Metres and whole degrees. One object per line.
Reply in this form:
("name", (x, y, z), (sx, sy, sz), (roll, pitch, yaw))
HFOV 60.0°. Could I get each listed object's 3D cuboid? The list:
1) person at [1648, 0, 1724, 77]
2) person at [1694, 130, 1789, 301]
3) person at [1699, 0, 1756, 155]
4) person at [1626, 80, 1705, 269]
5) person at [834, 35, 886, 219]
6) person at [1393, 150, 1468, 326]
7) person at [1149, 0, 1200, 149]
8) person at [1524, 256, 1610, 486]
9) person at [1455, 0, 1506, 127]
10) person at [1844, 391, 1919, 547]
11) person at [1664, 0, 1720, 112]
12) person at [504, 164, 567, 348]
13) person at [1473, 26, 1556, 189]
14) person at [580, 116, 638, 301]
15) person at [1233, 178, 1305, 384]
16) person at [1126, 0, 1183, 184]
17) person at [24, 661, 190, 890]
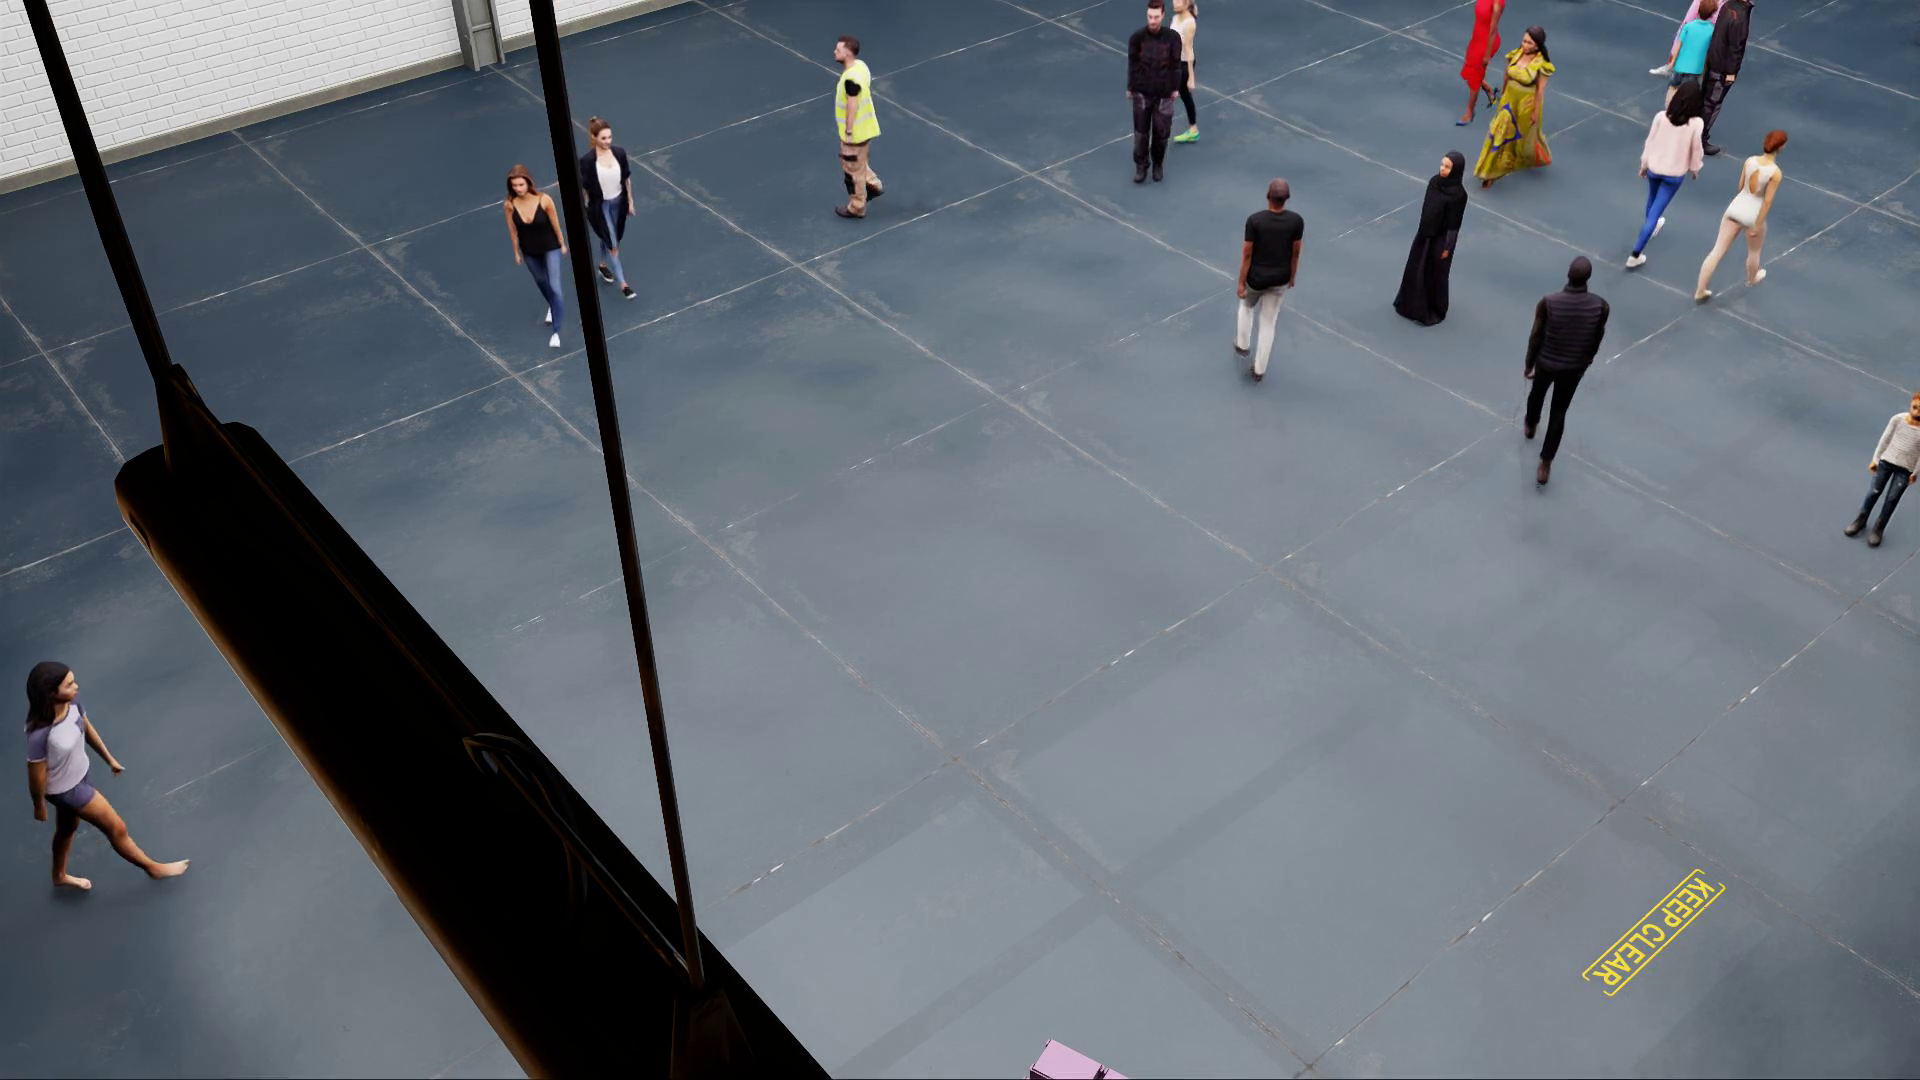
("person", (8.530, -5.988, 18.738), (1.192, 1.694, 1.101), (1, 39, 2))
("person", (6.972, -2.860, 14.896), (1.035, 1.600, 0.590), (-25, 45, -28))
("person", (7.943, -4.969, 17.346), (0.839, 1.838, 0.782), (3, 39, 3))
("person", (6.488, -3.340, 15.398), (1.100, 1.723, 0.697), (-30, 47, -32))
("person", (-0.952, -3.994, 16.130), (0.926, 1.832, 0.870), (1, 39, 1))
("person", (4.215, -2.686, 14.664), (0.729, 1.618, 0.689), (-13, 41, -16))
("person", (2.414, -4.936, 17.436), (1.067, 1.675, 0.922), (-6, 39, -8))
("person", (4.611, -1.278, 12.763), (1.126, 1.790, 1.325), (10, 40, 13))
("person", (5.677, -5.270, 17.809), (0.857, 1.730, 0.737), (-10, 40, -12))
("person", (6.897, -0.550, 12.233), (0.497, 1.314, 0.498), (30, 47, 32))
("person", (7.792, -5.050, 17.772), (0.673, 1.434, 0.769), (17, 42, 20))
("person", (-3.621, -2.545, 14.454), (1.031, 1.660, 1.058), (1, 39, 2))
("person", (5.702, -4.389, 16.790), (0.832, 1.626, 1.309), (31, 48, 33))
("person", (-3.244, -3.066, 15.115), (0.973, 1.650, 0.709), (-24, 44, -27))
("person", (2.558, -2.102, 13.803), (0.987, 1.779, 1.027), (0, 39, 1))
("person", (1.952, -4.528, 16.747), (0.813, 1.897, 0.841), (10, 40, 12))
("person", (-5.158, 1.420, 9.481), (1.113, 1.670, 0.951), (1, 39, 1))
